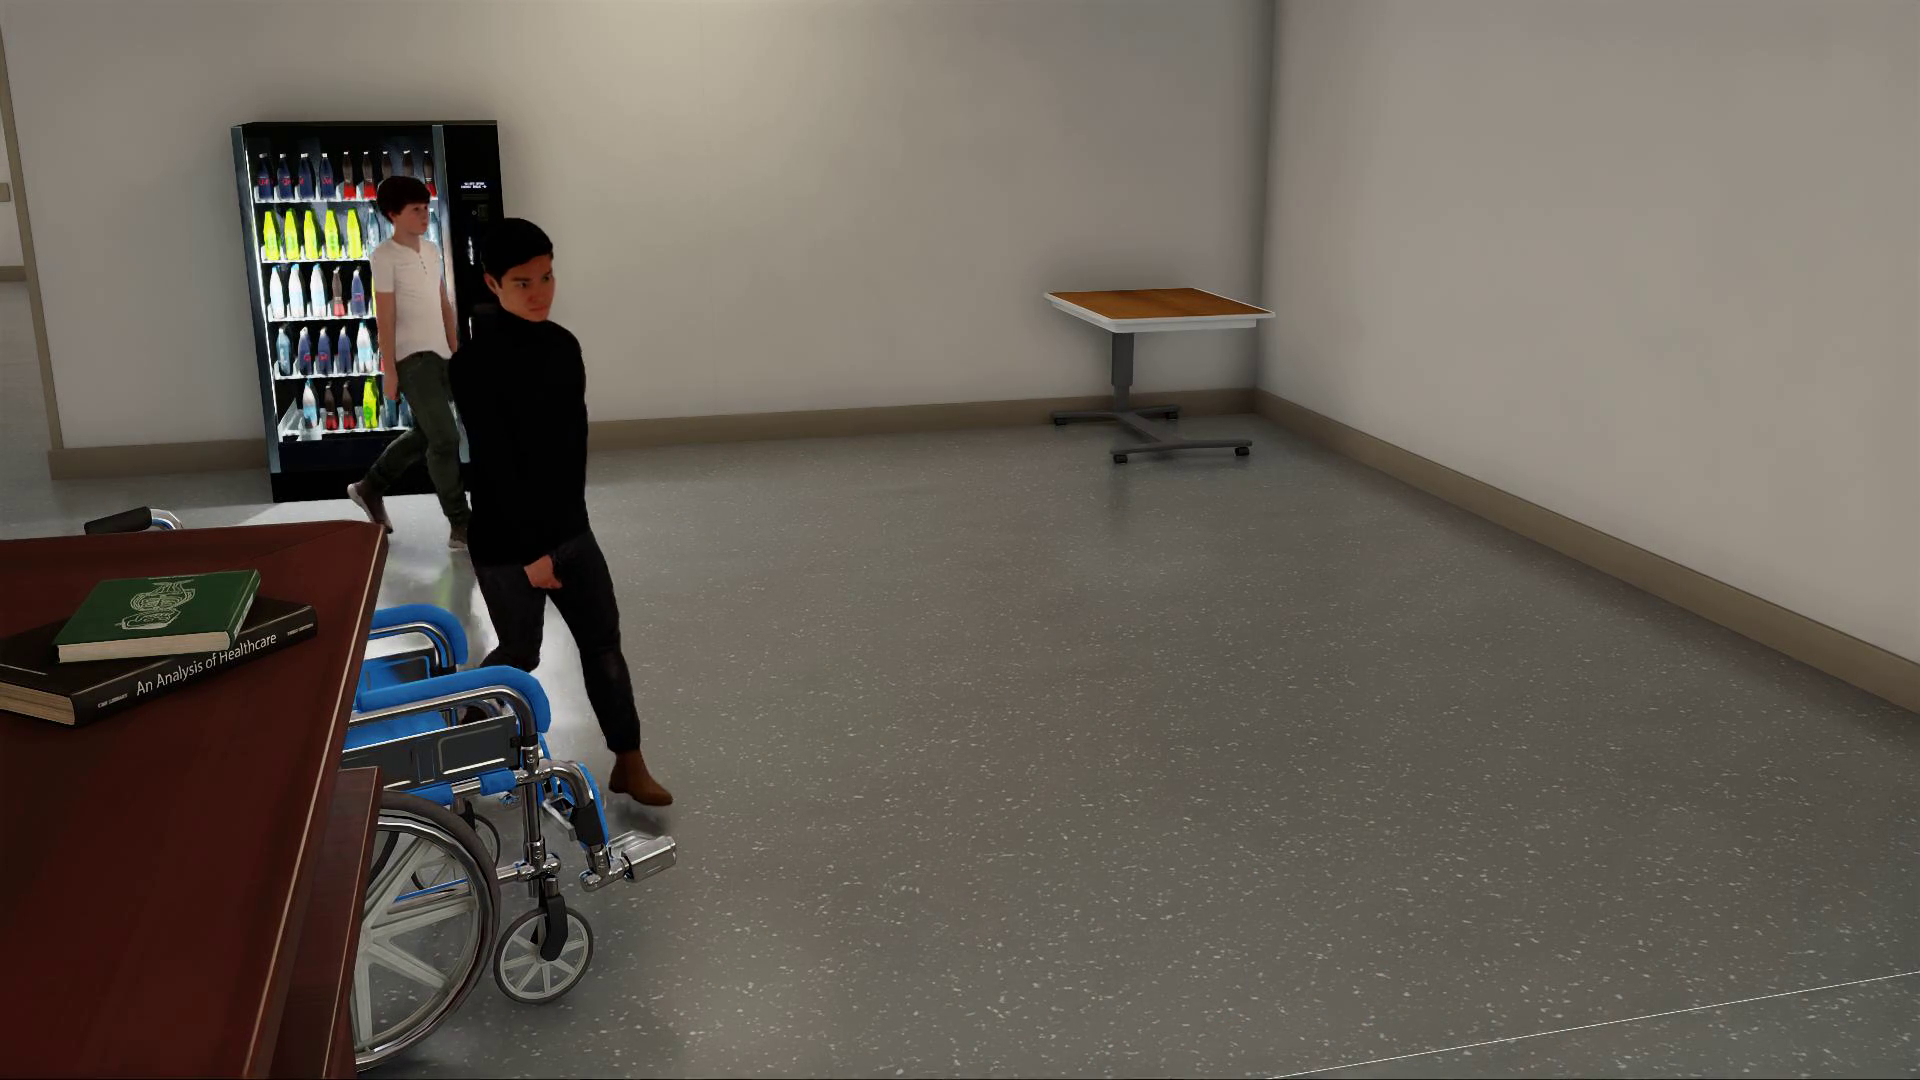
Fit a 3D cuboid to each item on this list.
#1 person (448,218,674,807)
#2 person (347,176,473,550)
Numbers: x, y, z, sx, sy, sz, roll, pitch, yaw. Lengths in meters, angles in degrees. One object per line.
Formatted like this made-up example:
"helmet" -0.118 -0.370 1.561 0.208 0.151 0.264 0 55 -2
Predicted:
"person" -1.257 -0.038 4.691 1.056 1.687 1.027 8 18 27
"person" -2.450 -0.761 7.363 1.143 1.628 0.968 5 17 18
